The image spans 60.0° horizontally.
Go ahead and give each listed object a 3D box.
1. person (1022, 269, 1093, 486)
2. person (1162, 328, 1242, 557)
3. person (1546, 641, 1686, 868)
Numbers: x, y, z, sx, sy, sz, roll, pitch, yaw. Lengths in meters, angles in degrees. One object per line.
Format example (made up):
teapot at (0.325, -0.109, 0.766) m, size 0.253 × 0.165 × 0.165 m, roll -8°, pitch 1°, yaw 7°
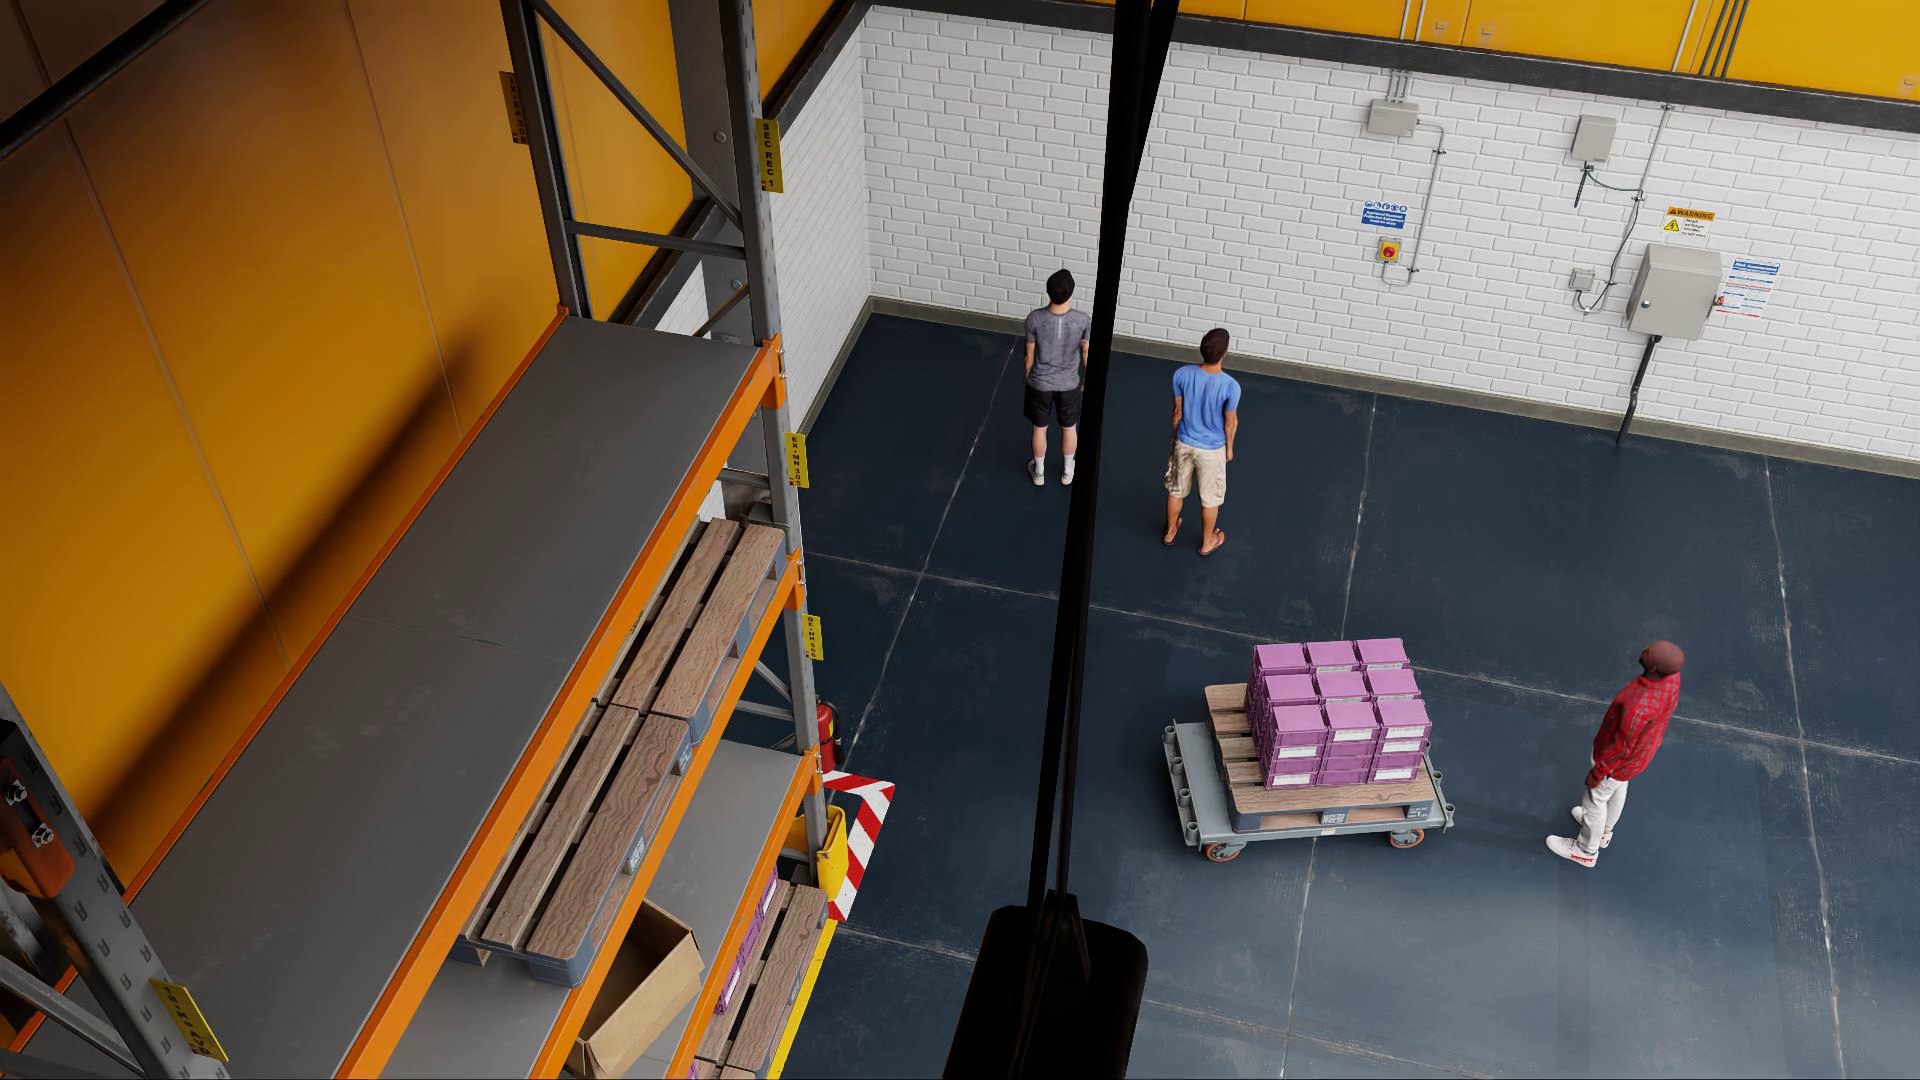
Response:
person at (0.690, -1.171, 12.151) m, size 0.712 × 1.871 × 0.635 m, roll 0°, pitch 44°, yaw 0°
person at (1.683, -0.684, 11.646) m, size 0.689 × 1.862 × 0.611 m, roll 18°, pitch 47°, yaw 18°
person at (3.862, 1.224, 9.674) m, size 0.701 × 1.820 × 0.820 m, roll -33°, pitch 53°, yaw -30°
